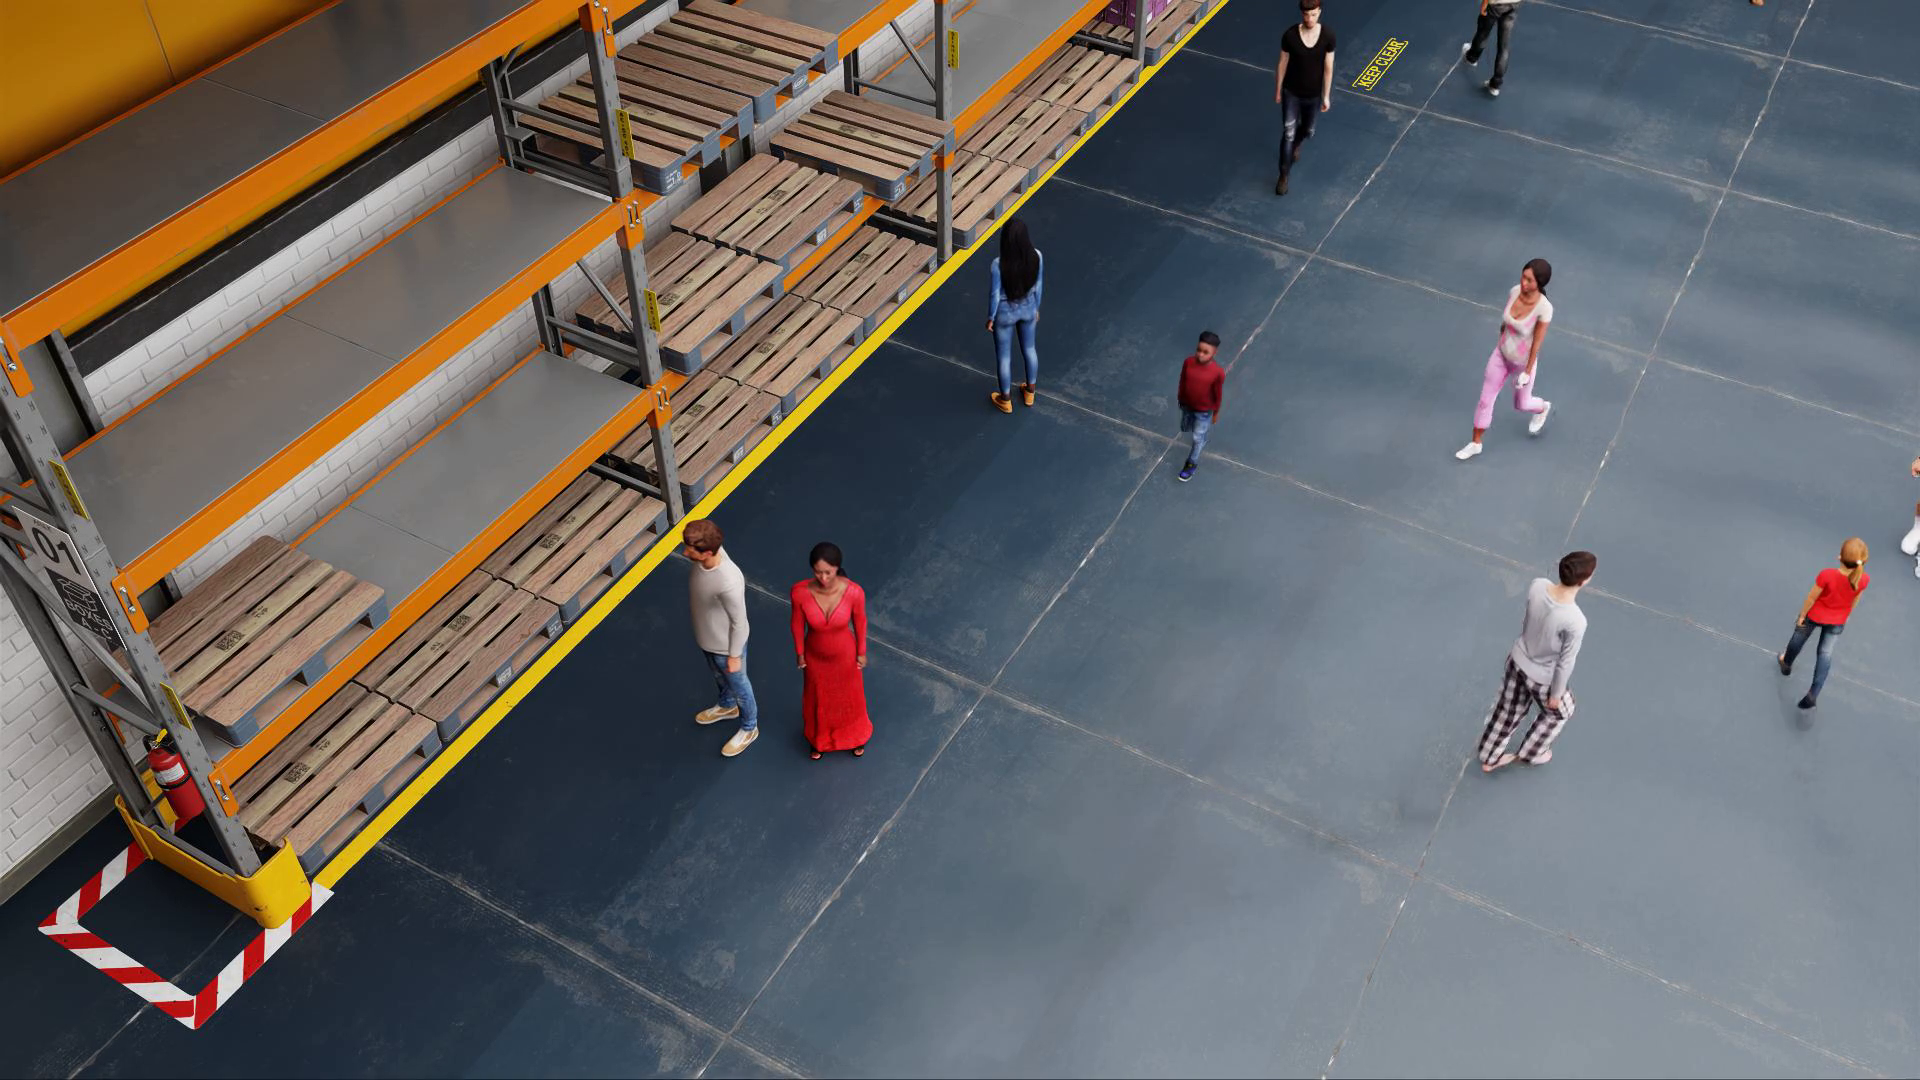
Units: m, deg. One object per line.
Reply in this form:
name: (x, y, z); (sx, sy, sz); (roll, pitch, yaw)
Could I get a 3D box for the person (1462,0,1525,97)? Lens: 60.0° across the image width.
person: (5.457, -5.310, 16.602); (1.088, 1.765, 1.229); (-4, 44, -4)

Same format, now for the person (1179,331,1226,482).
person: (1.821, -1.060, 12.520); (0.535, 1.243, 0.769); (25, 49, 24)

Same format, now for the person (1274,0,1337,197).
person: (3.156, -4.167, 15.324); (0.964, 1.875, 1.176); (3, 44, 4)

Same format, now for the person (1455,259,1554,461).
person: (4.236, -1.361, 12.492); (1.164, 1.717, 0.926); (-23, 48, -23)

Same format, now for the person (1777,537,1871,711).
person: (5.637, 0.544, 10.799); (0.597, 1.294, 0.873); (11, 45, 11)

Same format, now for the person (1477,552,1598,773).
person: (3.456, 0.806, 10.133); (0.908, 1.833, 0.845); (-18, 47, -18)

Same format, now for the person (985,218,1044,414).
person: (0.429, -1.737, 12.889); (0.650, 1.714, 0.738); (-16, 46, -16)

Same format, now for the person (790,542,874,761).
person: (-0.791, 0.691, 10.289); (0.723, 1.784, 0.755); (-2, 44, -3)

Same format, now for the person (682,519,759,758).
person: (-1.480, 0.570, 10.334); (0.736, 1.899, 0.749); (-25, 49, -24)
